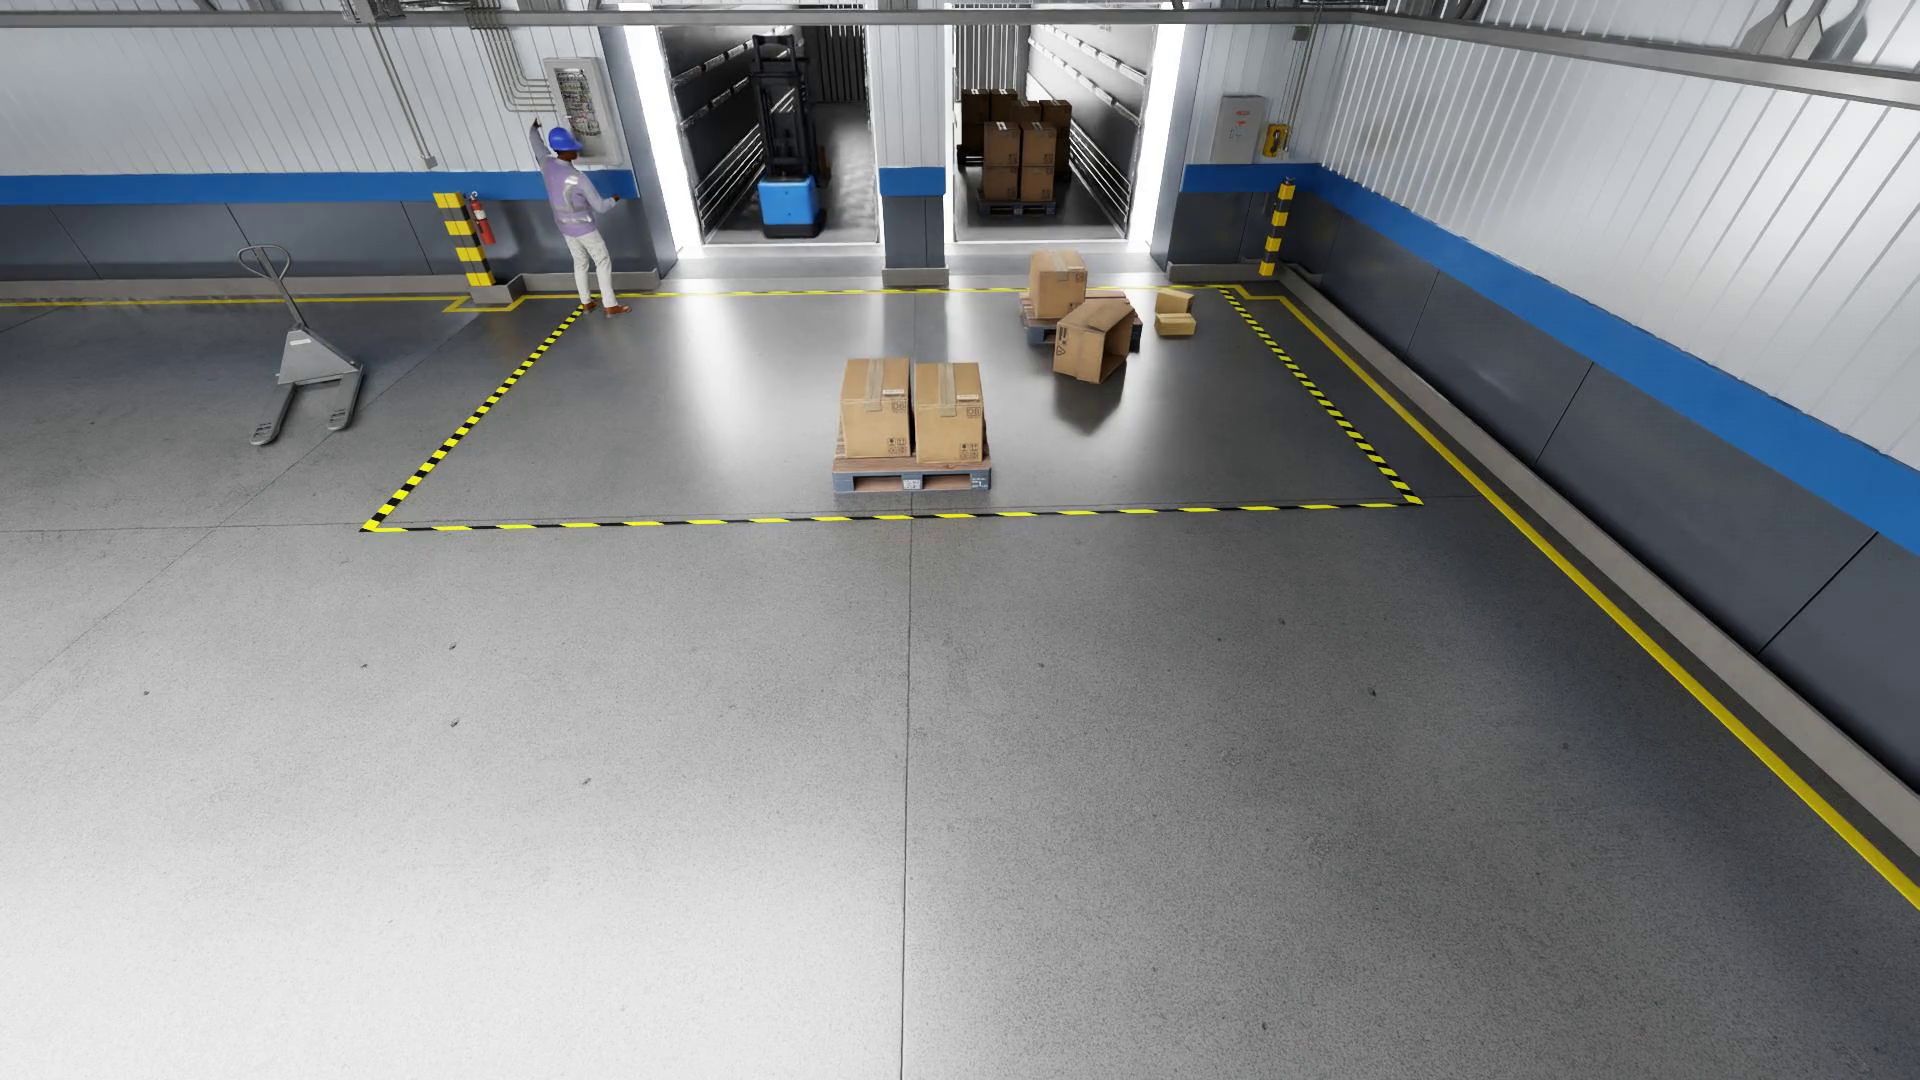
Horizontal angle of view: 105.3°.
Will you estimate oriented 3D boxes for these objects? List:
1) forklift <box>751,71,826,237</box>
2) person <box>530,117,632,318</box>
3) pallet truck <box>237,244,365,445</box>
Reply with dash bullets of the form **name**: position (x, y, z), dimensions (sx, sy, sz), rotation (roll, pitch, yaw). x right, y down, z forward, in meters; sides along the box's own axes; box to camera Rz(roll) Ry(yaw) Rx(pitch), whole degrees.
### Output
- **forklift**: position (-2.480, -5.413, 10.358), dimensions (0.716, 2.013, 0.776), rotation (-1, 38, -1)
- **person**: position (-4.204, -3.505, 8.065), dimensions (1.082, 1.908, 0.683), rotation (16, 41, 19)
- **pallet truck**: position (-5.915, -1.733, 6.366), dimensions (0.680, 1.201, 1.601), rotation (-18, 42, -21)
